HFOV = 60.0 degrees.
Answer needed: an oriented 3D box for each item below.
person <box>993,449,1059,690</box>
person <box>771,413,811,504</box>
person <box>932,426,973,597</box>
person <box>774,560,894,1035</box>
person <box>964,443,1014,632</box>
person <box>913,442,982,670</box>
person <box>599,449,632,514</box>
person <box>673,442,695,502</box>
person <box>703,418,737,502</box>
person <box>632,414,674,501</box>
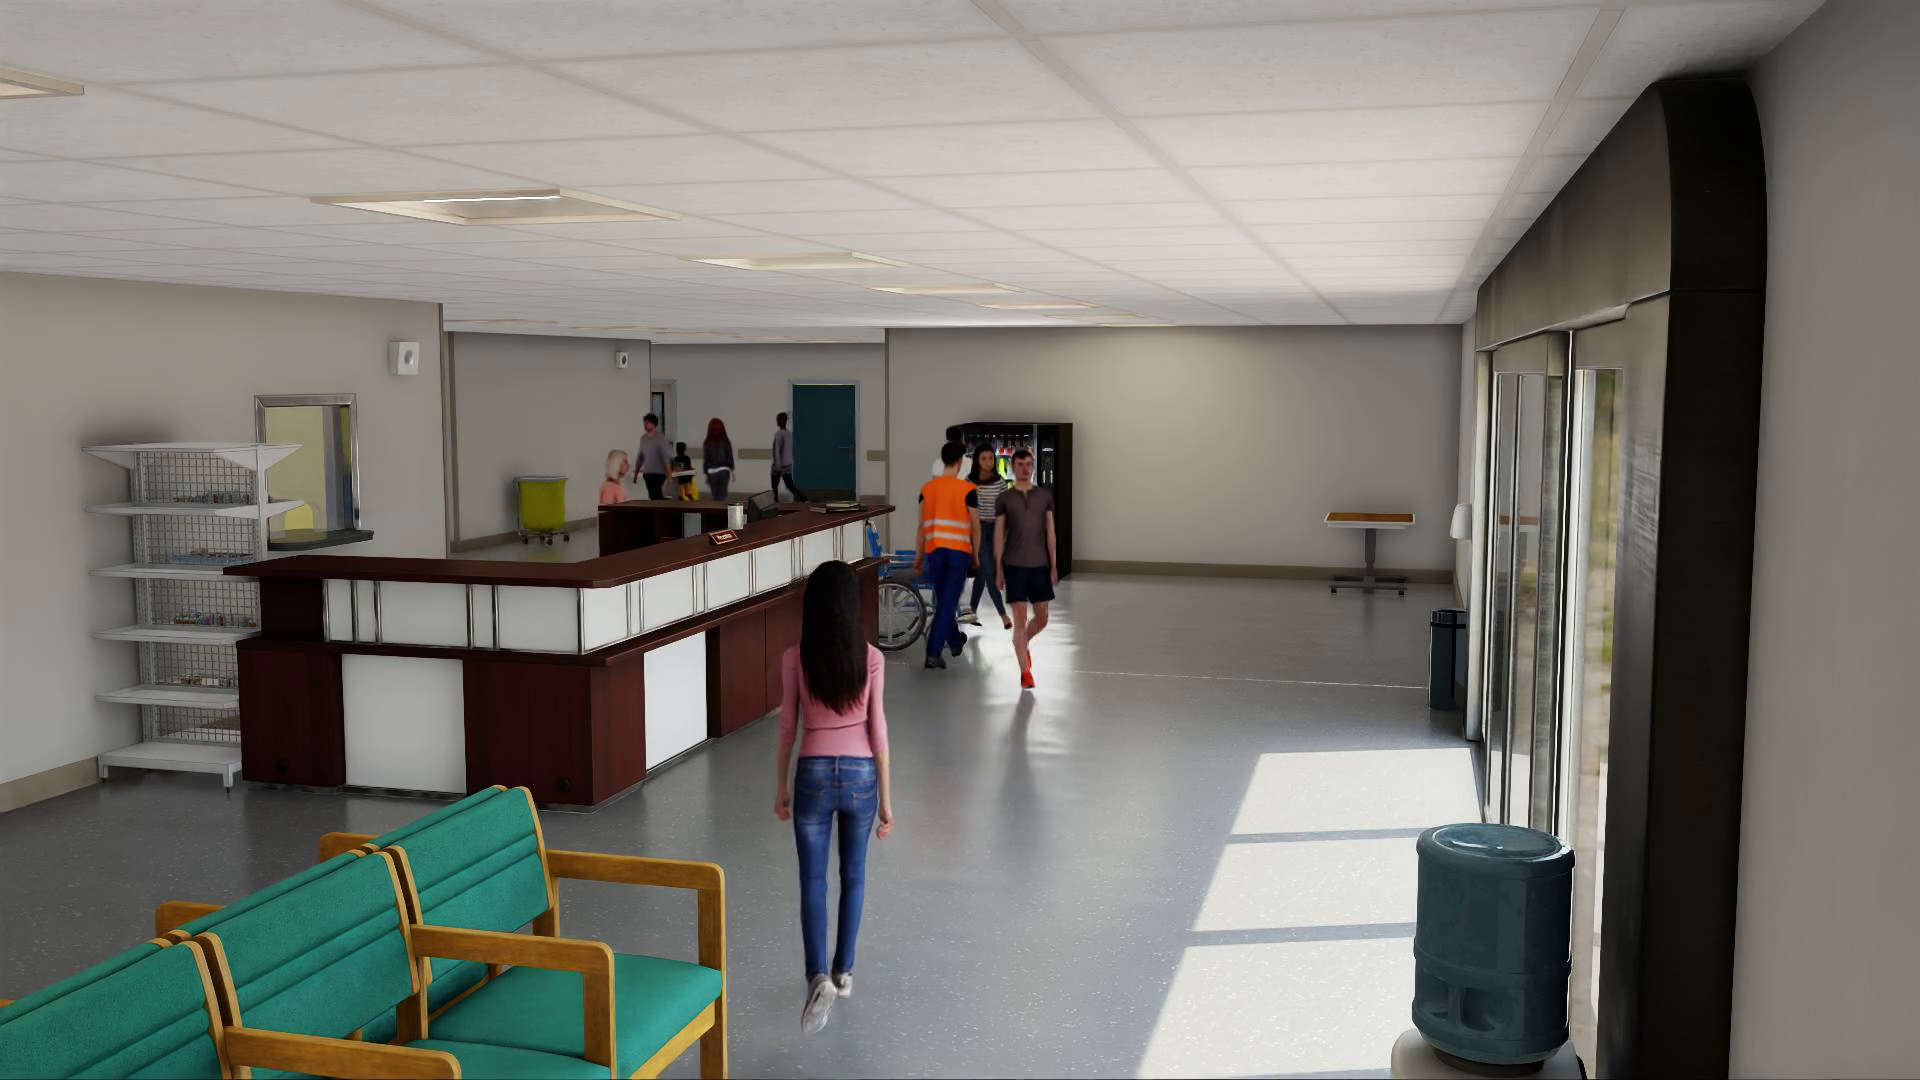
[{"bbox_3d":[0.503,0.219,12.967,0.999,1.835,0.969,-1,6,-11],"label":"person"},{"bbox_3d":[-2.874,-1.228,27.790,1.179,1.746,0.777,3,6,26],"label":"person"},{"bbox_3d":[-0.049,-0.285,17.964,1.139,1.837,1.159,-3,6,-26],"label":"person"},{"bbox_3d":[-0.472,0.959,6.211,1.081,1.715,0.906,-1,6,-7],"label":"person"},{"bbox_3d":[0.191,0.011,15.464,1.199,1.733,1.224,-3,6,-28],"label":"person"},{"bbox_3d":[-0.121,0.166,13.502,1.207,1.834,0.832,2,6,20],"label":"person"},{"bbox_3d":[-3.318,0.005,15.694,0.716,1.715,0.684,0,6,-3],"label":"person"},{"bbox_3d":[-4.678,-1.028,28.264,0.737,1.254,0.871,-6,8,-44],"label":"person"},{"bbox_3d":[-3.543,-0.868,24.374,1.197,1.715,0.823,0,6,4],"label":"person"},{"bbox_3d":[-4.448,-0.938,24.661,1.204,1.797,1.074,4,7,38],"label":"person"}]
